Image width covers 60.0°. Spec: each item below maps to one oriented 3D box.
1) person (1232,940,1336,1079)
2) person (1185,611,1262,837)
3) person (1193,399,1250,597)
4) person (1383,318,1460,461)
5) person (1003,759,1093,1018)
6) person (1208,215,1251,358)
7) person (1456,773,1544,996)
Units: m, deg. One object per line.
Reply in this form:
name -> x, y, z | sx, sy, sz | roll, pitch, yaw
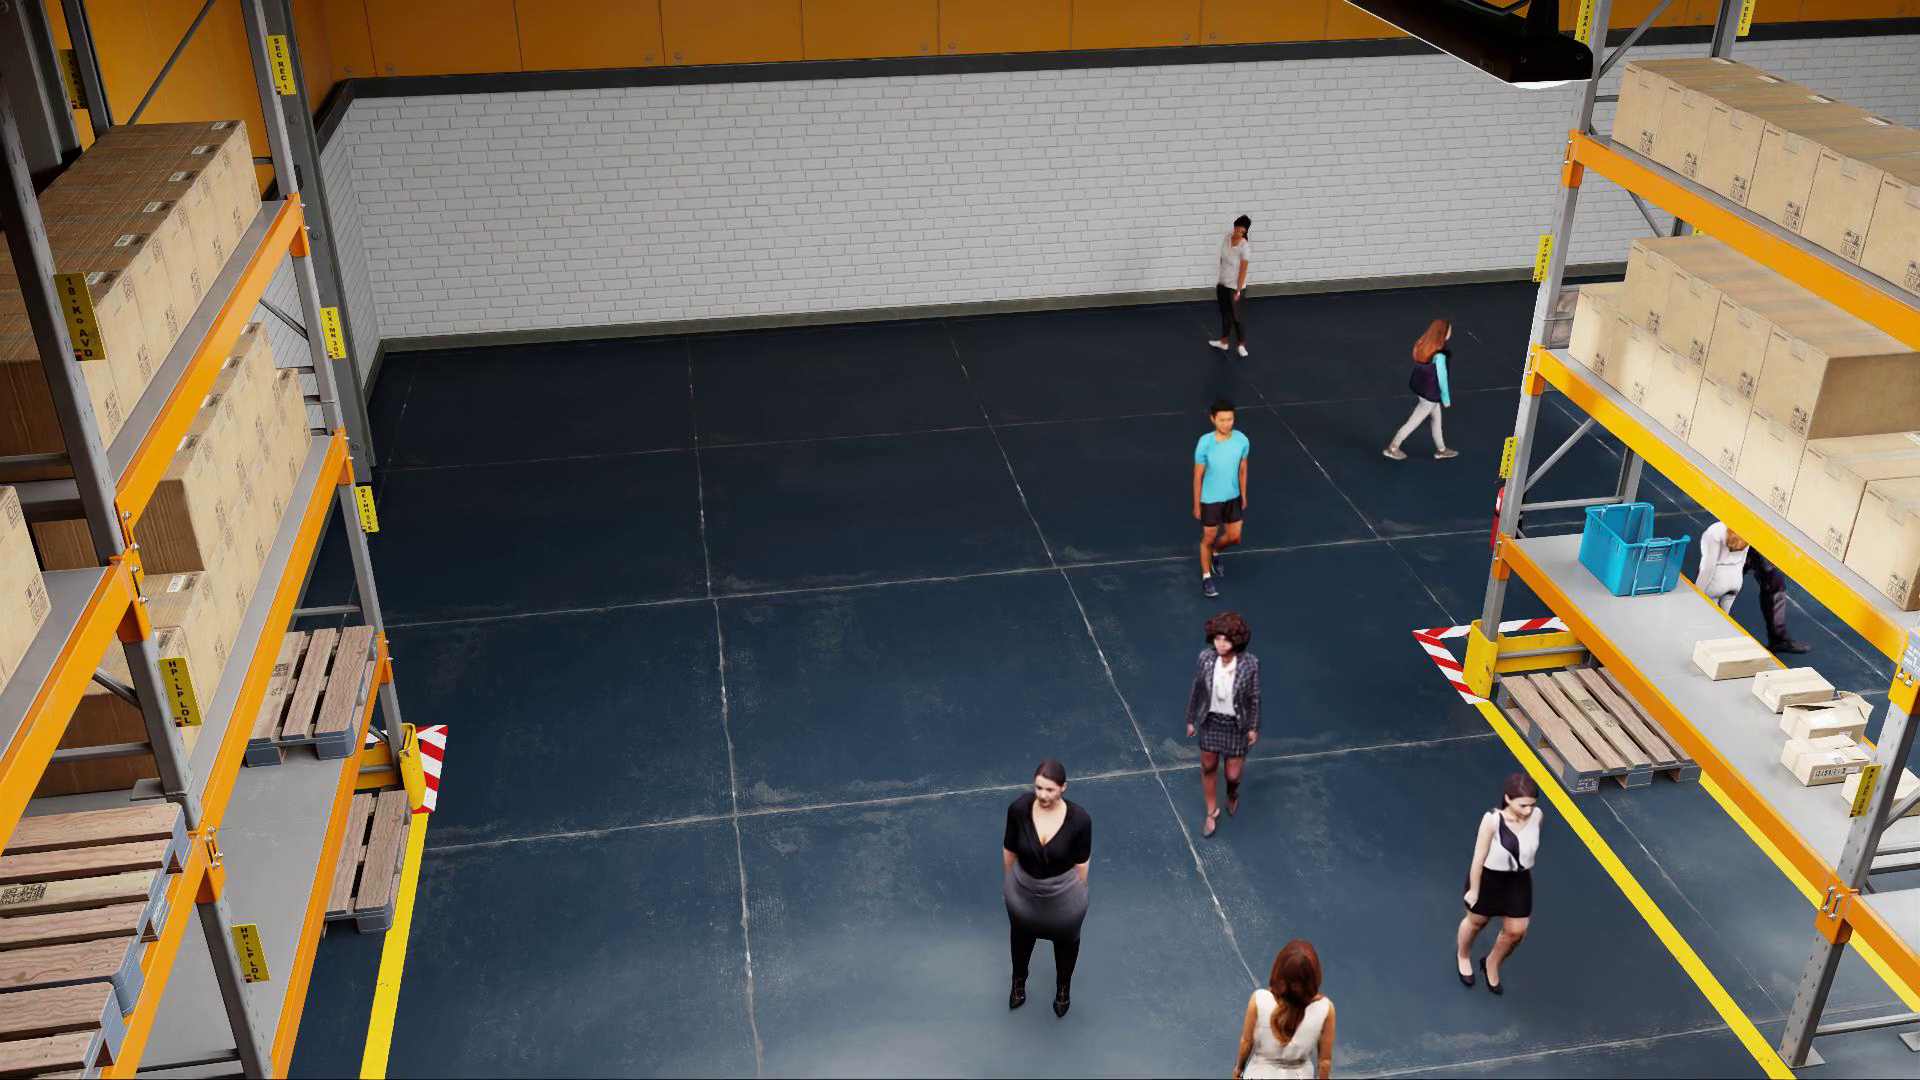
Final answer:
person -> 1.549, 2.742, 8.088 | 0.690, 1.774, 0.712 | 4, 29, 7
person -> 1.767, 1.190, 11.018 | 0.760, 1.692, 0.793 | 12, 31, 20
person -> 2.117, -0.388, 13.835 | 0.656, 1.764, 0.684 | -7, 29, -12
person -> 4.446, -1.414, 16.030 | 0.748, 1.464, 0.960 | 0, 29, 0
person -> 0.492, 1.979, 9.501 | 0.757, 1.760, 0.758 | 7, 29, 12
person -> 3.014, -2.866, 18.525 | 0.833, 1.624, 0.597 | -6, 29, -10
person -> 3.111, 1.968, 9.658 | 0.591, 1.628, 0.656 | -7, 29, -13
